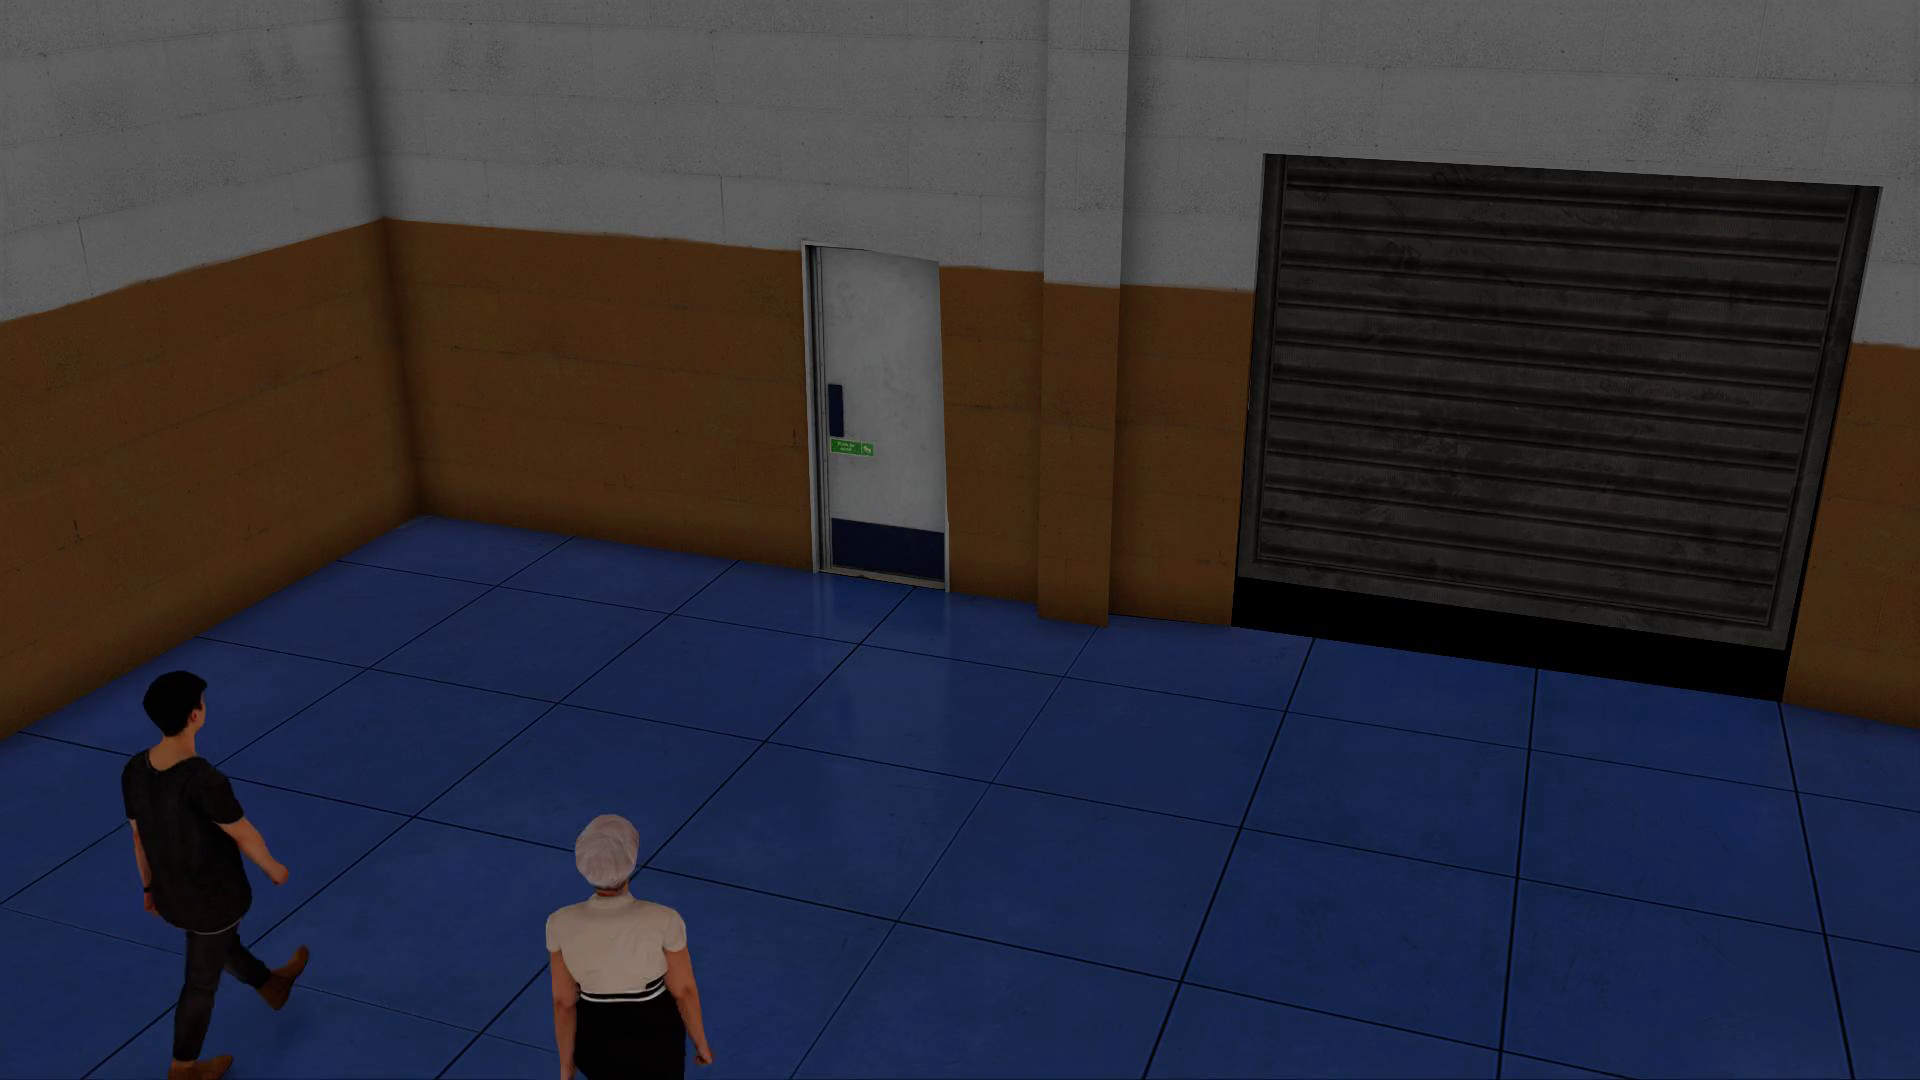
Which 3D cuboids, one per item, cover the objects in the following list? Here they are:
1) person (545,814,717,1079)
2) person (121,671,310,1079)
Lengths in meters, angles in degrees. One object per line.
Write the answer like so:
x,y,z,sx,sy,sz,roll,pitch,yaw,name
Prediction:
-1.085,1.738,5.393,1.094,1.717,0.878,2,22,5,person
-2.983,1.373,6.370,1.017,1.666,0.756,11,24,25,person
